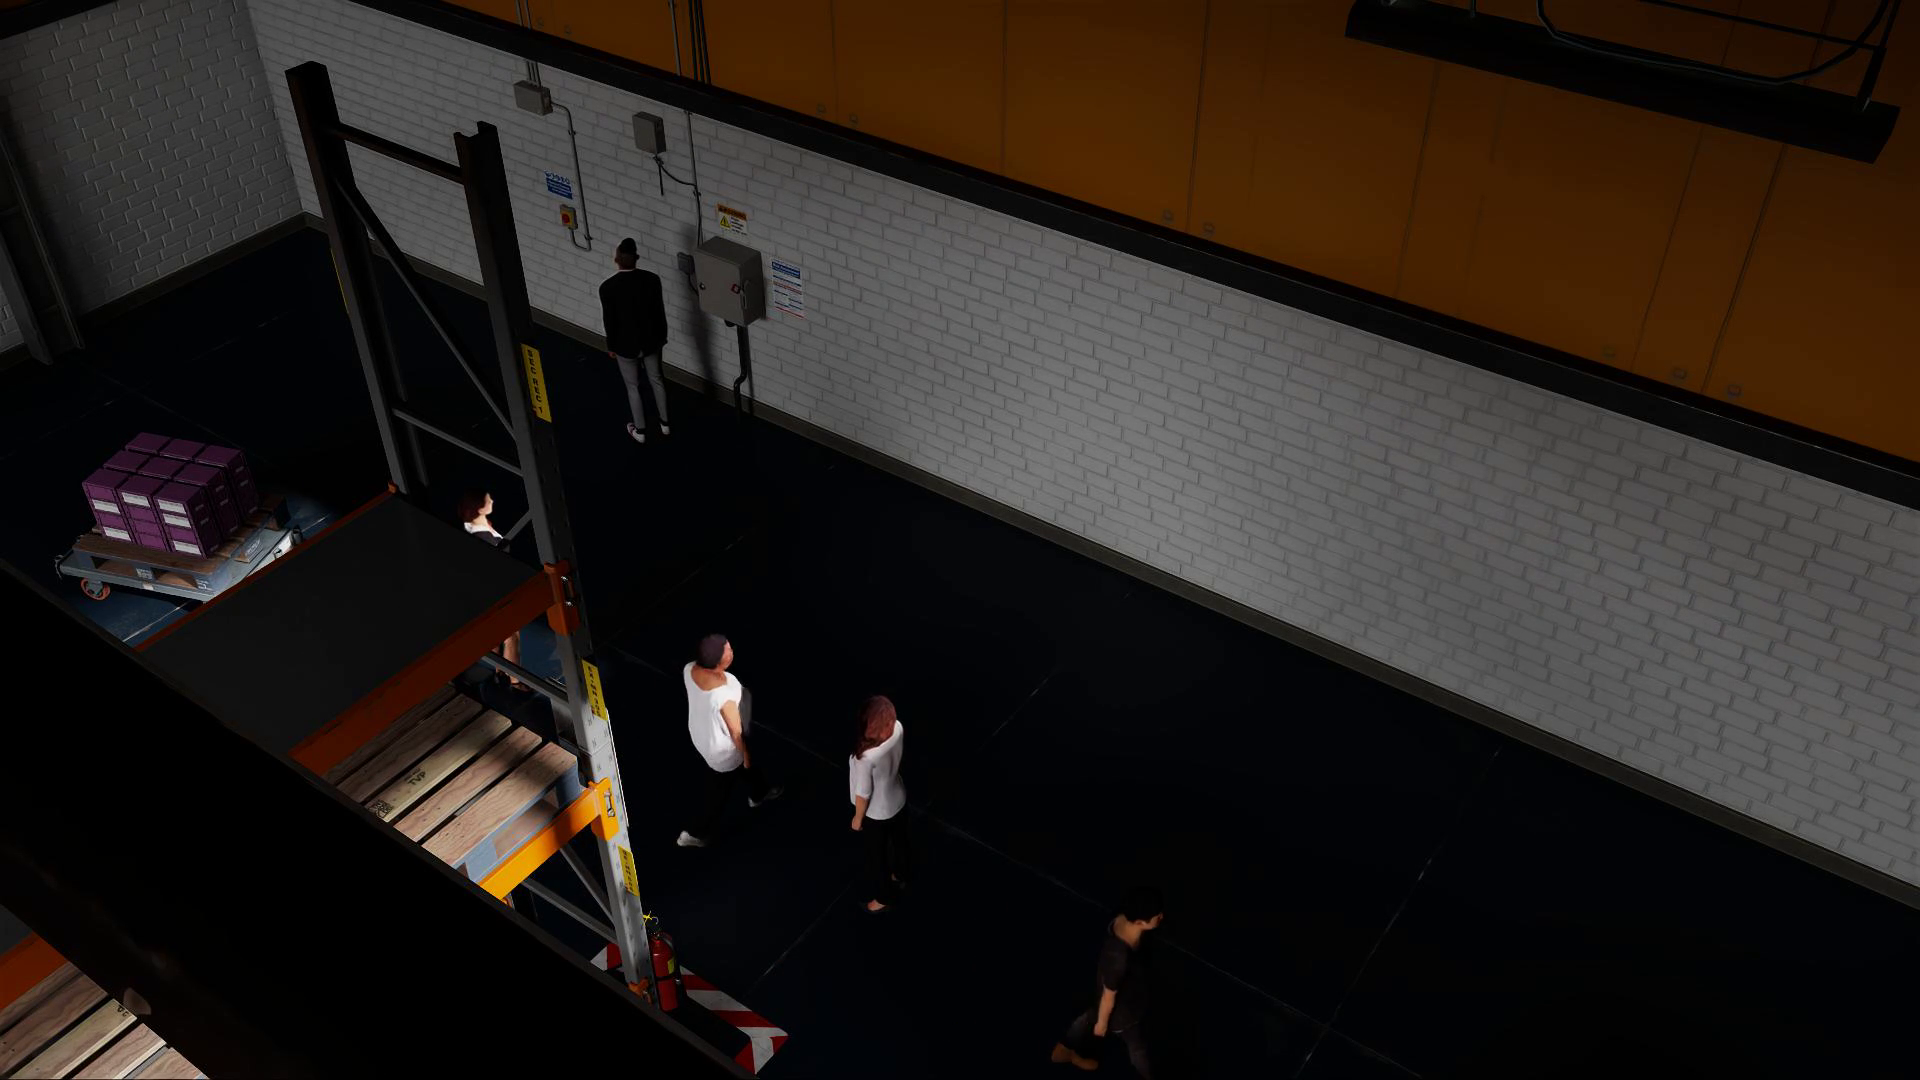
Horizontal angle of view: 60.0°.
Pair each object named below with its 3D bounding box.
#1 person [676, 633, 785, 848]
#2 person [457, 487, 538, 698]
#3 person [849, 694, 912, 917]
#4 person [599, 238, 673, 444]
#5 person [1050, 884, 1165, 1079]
[{"bbox_3d":[-1.566,1.290,10.610,1.183,1.657,0.919,-23,44,-26],"label":"person"},{"bbox_3d":[-3.254,0.370,11.651,0.617,1.796,0.531,31,48,33],"label":"person"},{"bbox_3d":[-0.461,1.612,10.096,0.671,1.795,0.460,21,43,24],"label":"person"},{"bbox_3d":[-2.736,-1.718,14.141,0.717,1.950,0.854,-18,42,-21],"label":"person"},{"bbox_3d":[0.803,2.461,9.134,0.988,1.669,1.102,7,39,8],"label":"person"}]
